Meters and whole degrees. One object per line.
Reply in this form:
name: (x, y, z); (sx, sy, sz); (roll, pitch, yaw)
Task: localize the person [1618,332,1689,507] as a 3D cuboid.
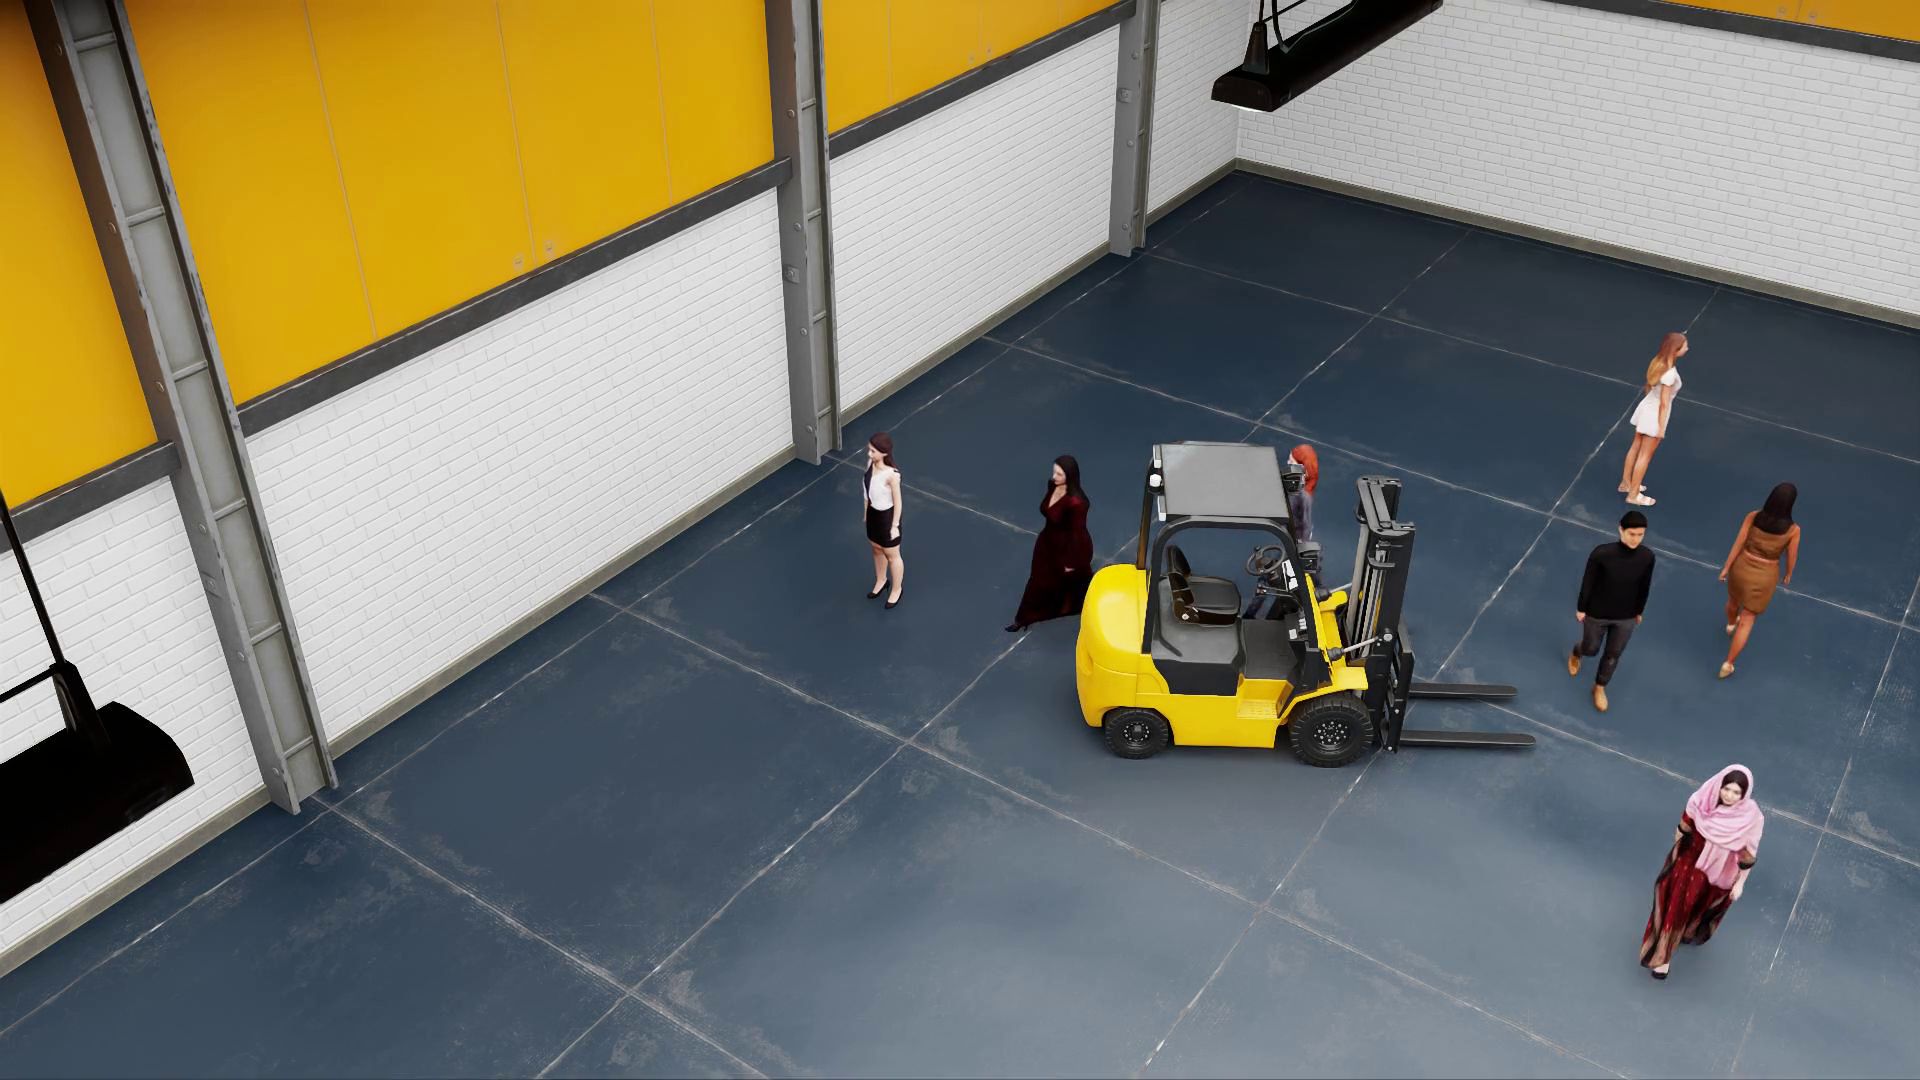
person: (6.337, -1.133, 15.228); (0.727, 1.696, 0.641); (3, 34, 4)

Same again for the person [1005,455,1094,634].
person: (0.943, 0.054, 13.442); (1.196, 1.697, 0.977); (-16, 37, -23)

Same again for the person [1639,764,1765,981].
person: (4.774, 2.004, 10.575); (0.724, 1.623, 1.069); (18, 38, 25)

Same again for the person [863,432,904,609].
person: (-0.634, -0.166, 13.818); (0.571, 1.648, 0.603); (-27, 42, -34)

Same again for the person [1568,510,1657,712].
person: (4.998, 0.481, 12.787); (0.856, 1.709, 0.947); (3, 34, 4)

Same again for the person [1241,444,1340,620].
person: (2.803, 0.018, 13.468); (1.056, 1.727, 1.188); (2, 34, 3)

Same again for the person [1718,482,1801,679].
person: (6.190, 0.350, 13.039); (0.647, 1.650, 1.010); (23, 40, 31)
